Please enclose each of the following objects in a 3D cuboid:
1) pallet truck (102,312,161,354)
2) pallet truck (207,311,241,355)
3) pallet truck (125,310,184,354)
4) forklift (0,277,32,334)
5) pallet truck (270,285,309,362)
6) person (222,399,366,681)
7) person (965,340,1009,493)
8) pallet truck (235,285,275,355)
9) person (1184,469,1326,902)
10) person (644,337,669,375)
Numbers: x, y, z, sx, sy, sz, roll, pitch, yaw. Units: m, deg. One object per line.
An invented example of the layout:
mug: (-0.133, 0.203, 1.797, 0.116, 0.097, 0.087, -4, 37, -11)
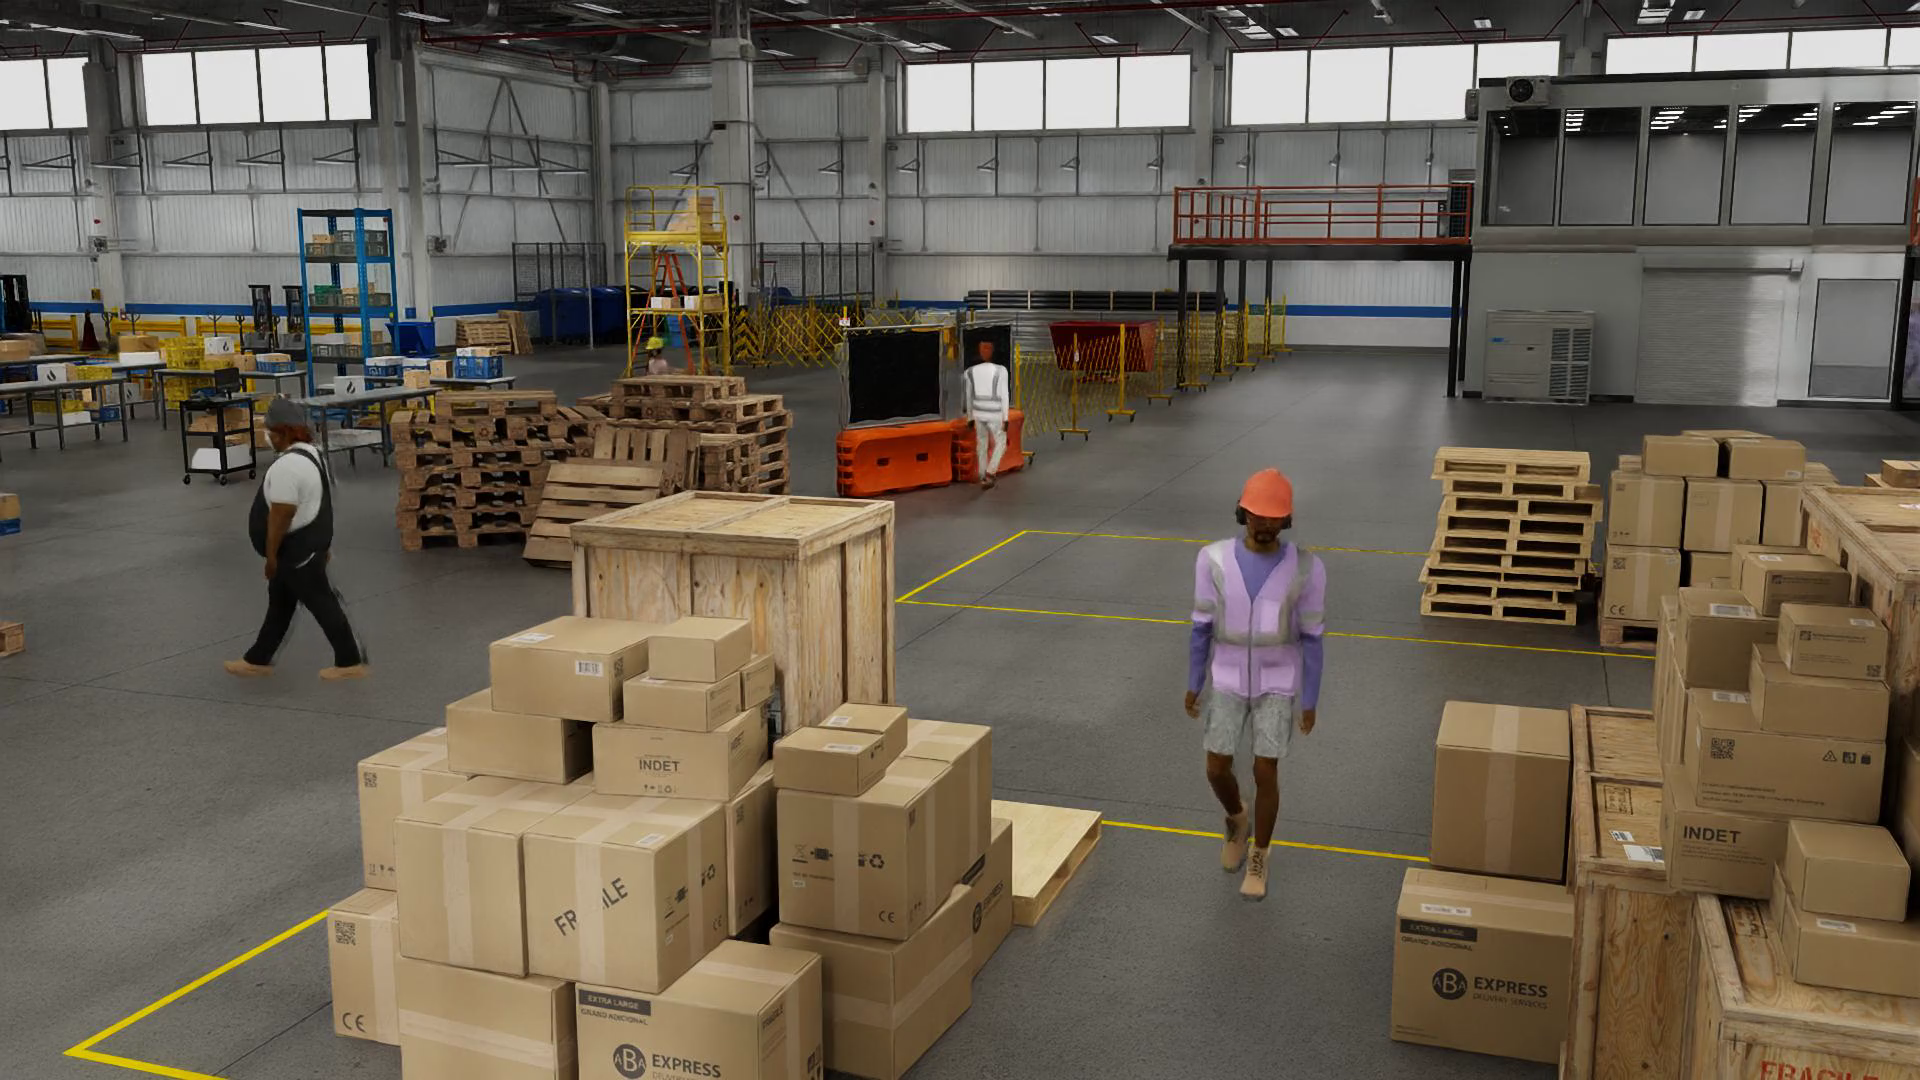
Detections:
pallet truck: (-23.057, -5.777, 46.261, 0.680, 1.201, 1.601, 3, 11, 19)
pallet truck: (-19.537, -5.575, 44.913, 0.653, 1.274, 1.630, 3, 11, 19)
pallet truck: (-22.038, -5.665, 45.457, 0.704, 1.261, 1.522, 3, 11, 17)
forklift: (-27.151, -6.329, 46.328, 1.157, 1.987, 2.680, 3, 11, 17)
pallet truck: (-17.147, -5.700, 43.663, 0.823, 1.965, 1.885, 3, 11, 17)
person: (-4.642, -0.014, 11.516, 1.007, 2.000, 0.692, -1, 10, -8)
person: (0.351, -1.513, 20.406, 0.586, 1.873, 0.411, 5, 11, 24)
pallet truck: (-18.327, -5.835, 44.421, 0.823, 1.965, 1.885, 4, 11, 23)
person: (1.360, 0.665, 7.743, 0.652, 2.021, 0.438, 4, 11, 19)
person: (-4.263, -1.985, 23.431, 0.387, 1.752, 0.554, -7, 12, -35)
